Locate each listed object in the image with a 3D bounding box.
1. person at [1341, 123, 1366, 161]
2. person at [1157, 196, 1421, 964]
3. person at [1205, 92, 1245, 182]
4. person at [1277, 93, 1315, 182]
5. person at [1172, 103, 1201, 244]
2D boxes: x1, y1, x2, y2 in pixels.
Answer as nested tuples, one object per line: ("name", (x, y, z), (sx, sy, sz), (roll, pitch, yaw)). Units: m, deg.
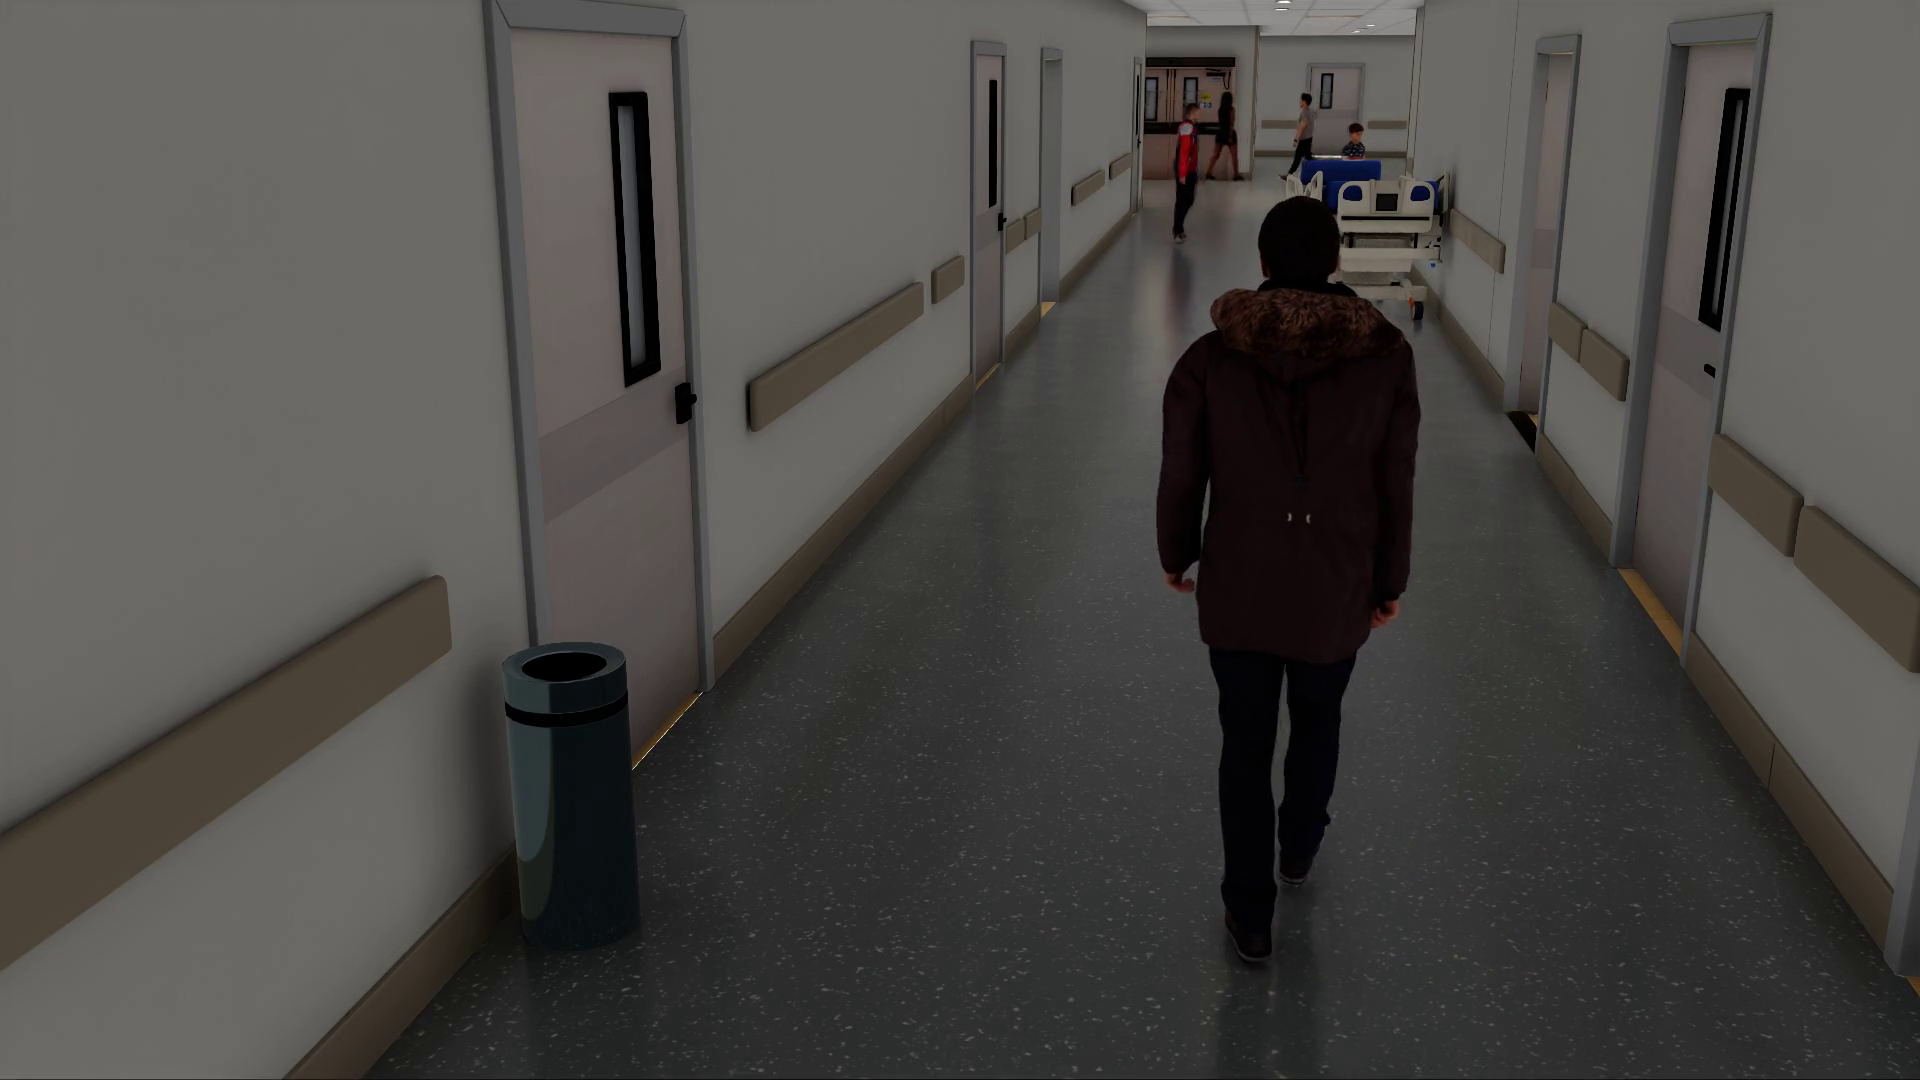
("person", (5.427, -5.030, 22.986), (0.558, 1.440, 0.647), (-7, 17, -24))
("person", (0.778, 0.138, 3.953), (0.868, 1.821, 0.839), (2, 16, 7))
("person", (5.052, -7.737, 32.121), (1.175, 1.692, 1.147), (-11, 19, -35))
("person", (6.636, -7.568, 31.544), (1.180, 1.681, 0.820), (7, 17, 25))
("person", (2.833, -4.655, 21.126), (0.645, 1.726, 0.840), (11, 19, 33))
